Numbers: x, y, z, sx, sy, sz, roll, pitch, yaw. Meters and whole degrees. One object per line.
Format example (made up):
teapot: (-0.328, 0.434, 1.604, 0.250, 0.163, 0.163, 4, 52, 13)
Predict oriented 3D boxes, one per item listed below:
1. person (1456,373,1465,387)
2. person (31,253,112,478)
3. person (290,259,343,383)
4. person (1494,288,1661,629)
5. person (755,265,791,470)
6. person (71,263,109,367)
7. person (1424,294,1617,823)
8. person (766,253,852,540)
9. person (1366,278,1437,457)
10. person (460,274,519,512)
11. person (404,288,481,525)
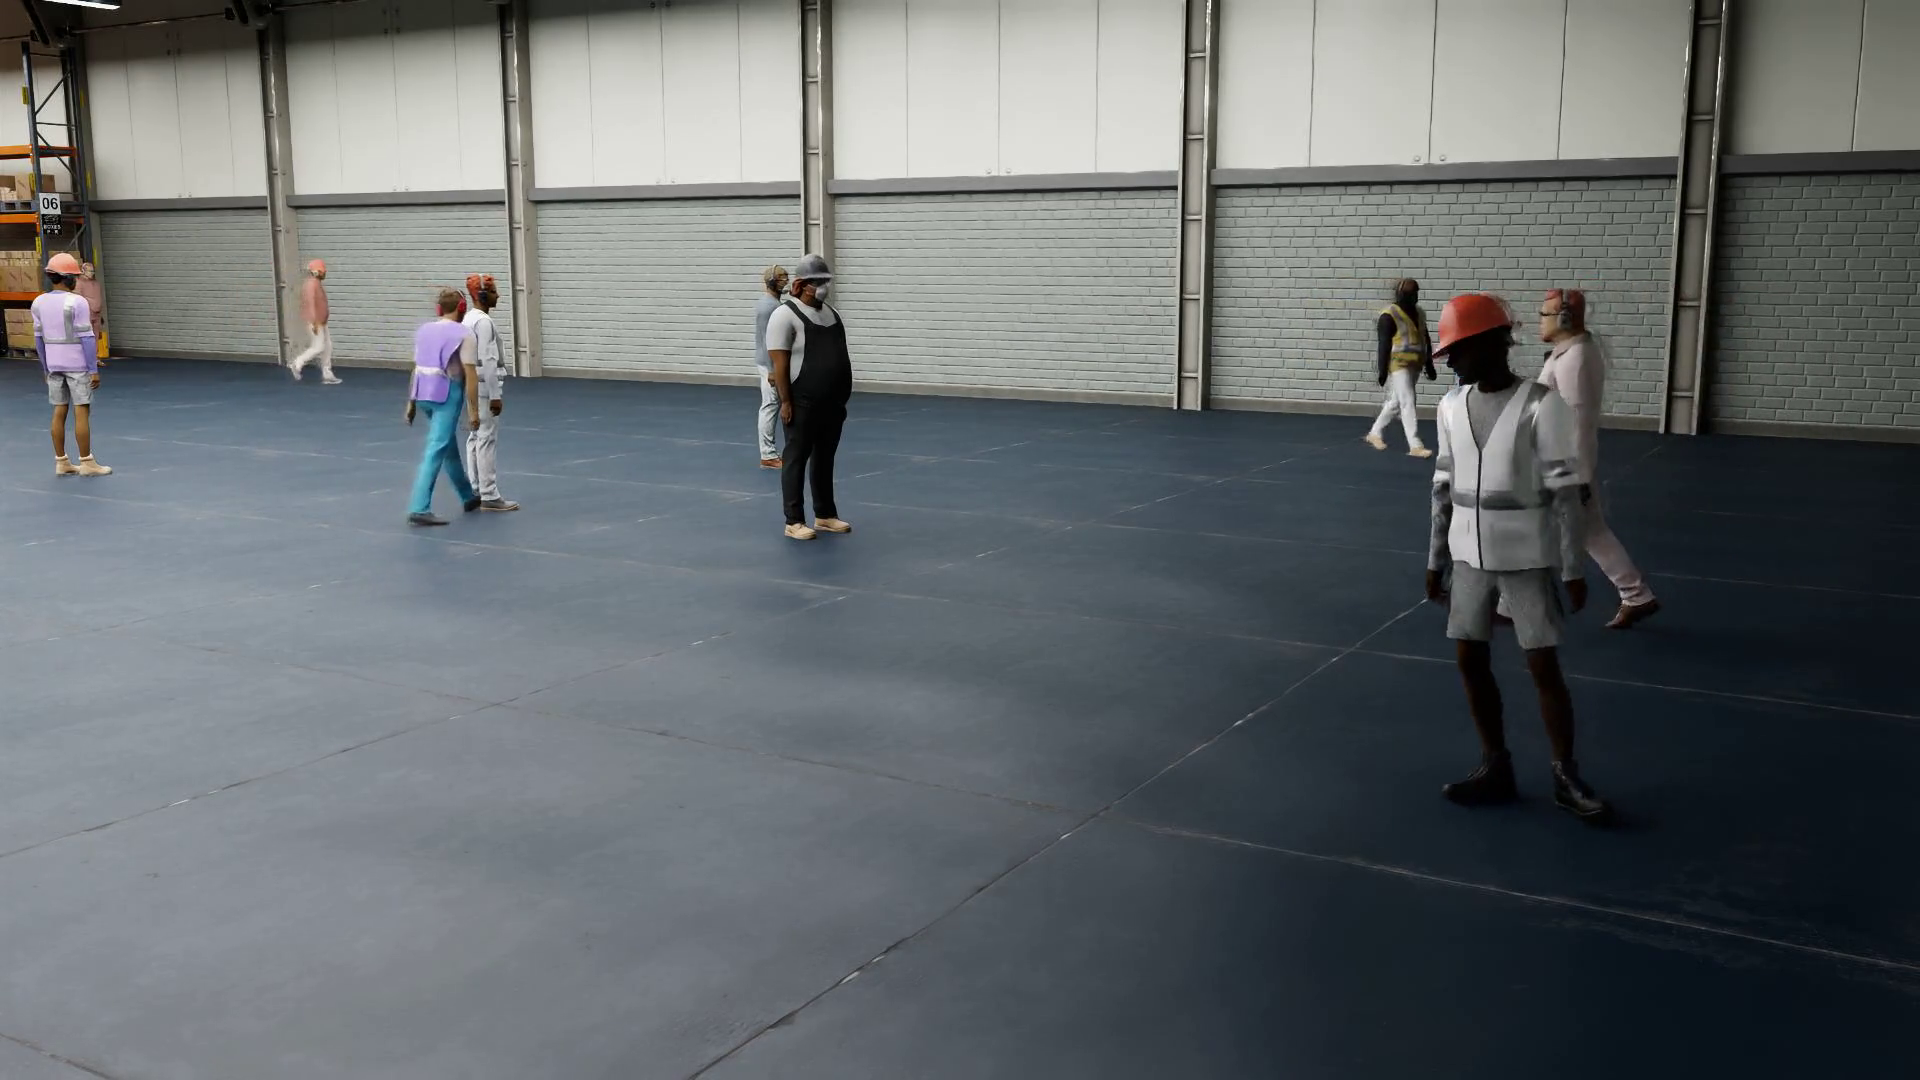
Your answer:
person: (4.053, -1.041, 13.029, 0.317, 1.700, 0.538, 9, 13, 43)
person: (-8.144, -1.588, 15.233, 0.608, 2.044, 0.377, 3, 10, 15)
person: (-10.212, -3.447, 26.301, 0.669, 1.976, 0.619, -1, 10, -3)
person: (3.311, -0.426, 8.983, 0.986, 1.868, 0.639, 5, 11, 28)
person: (-1.773, -1.643, 15.858, 0.354, 1.937, 0.635, 0, 10, -1)
person: (-15.803, -4.079, 30.236, 0.407, 1.902, 0.639, 1, 10, 8)
person: (2.020, 0.074, 5.975, 0.408, 1.885, 0.773, -9, 13, -41)
person: (-1.027, -1.036, 12.005, 0.538, 2.000, 0.683, 7, 12, 37)
person: (4.522, -1.776, 17.050, 0.629, 1.807, 0.931, -8, 13, -39)
person: (-3.778, -1.167, 13.233, 0.354, 1.883, 0.573, -6, 11, -31)
person: (-3.935, -1.038, 12.793, 0.662, 1.771, 0.984, 6, 11, 30)
